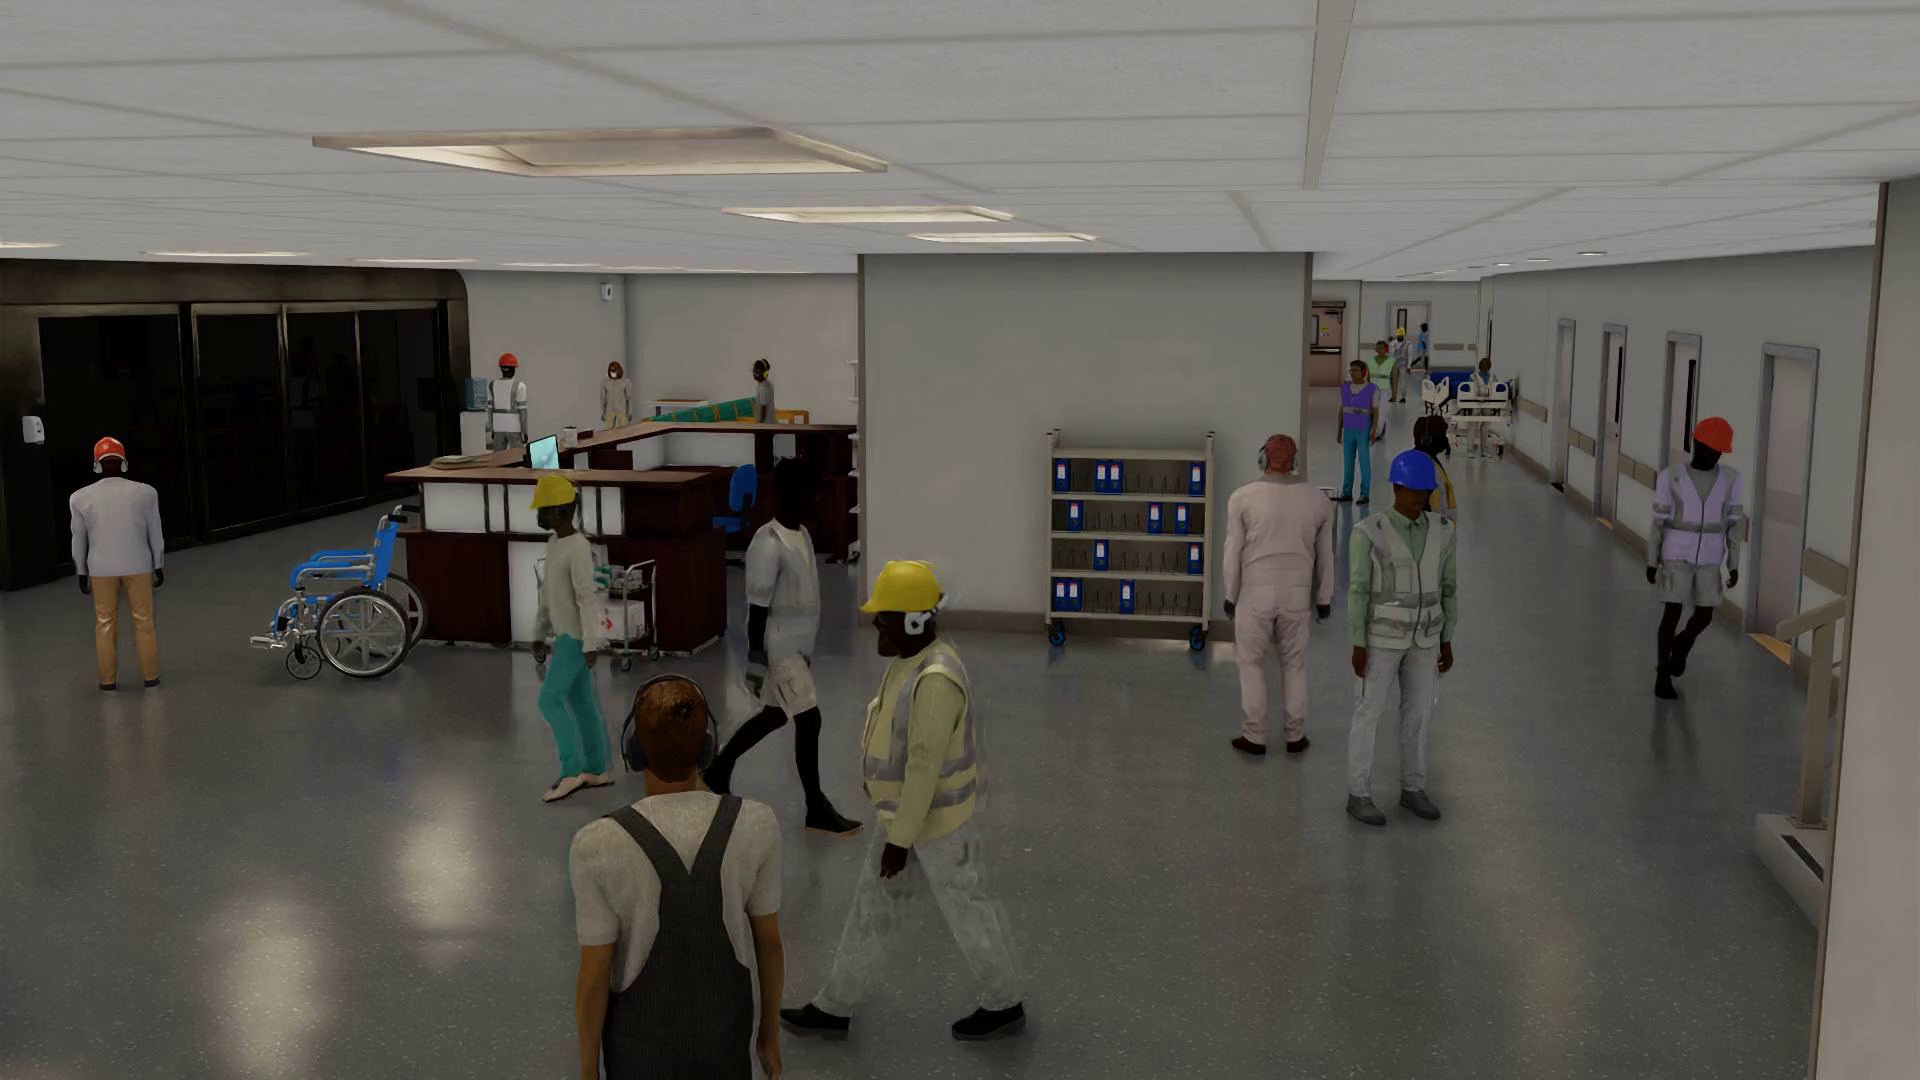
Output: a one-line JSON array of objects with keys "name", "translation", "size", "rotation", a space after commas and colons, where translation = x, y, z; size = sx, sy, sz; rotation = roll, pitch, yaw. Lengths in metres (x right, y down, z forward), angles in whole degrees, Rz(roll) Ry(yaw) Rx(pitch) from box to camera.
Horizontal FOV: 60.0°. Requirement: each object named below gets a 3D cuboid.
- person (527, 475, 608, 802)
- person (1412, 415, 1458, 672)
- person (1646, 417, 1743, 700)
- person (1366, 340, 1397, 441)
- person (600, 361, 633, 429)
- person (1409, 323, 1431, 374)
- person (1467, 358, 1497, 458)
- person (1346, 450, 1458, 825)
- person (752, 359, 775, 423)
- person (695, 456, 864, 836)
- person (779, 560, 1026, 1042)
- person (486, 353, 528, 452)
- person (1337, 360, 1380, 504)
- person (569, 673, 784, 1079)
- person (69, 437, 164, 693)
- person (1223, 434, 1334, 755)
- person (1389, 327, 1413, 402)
[{"name": "person", "translation": [-2.148, 0.529, 8.948], "size": [0.565, 1.749, 0.529], "rotation": [-4, 10, -26]}, {"name": "person", "translation": [3.378, 0.015, 12.048], "size": [0.429, 1.844, 0.624], "rotation": [3, 9, 18]}, {"name": "person", "translation": [4.943, 0.099, 11.260], "size": [0.580, 1.909, 0.653], "rotation": [2, 9, 11]}, {"name": "person", "translation": [7.695, -2.736, 30.364], "size": [0.568, 1.826, 0.729], "rotation": [6, 10, 34]}, {"name": "person", "translation": [-5.349, -1.971, 25.913], "size": [0.502, 1.632, 0.287], "rotation": [0, 9, 2]}, {"name": "person", "translation": [14.854, -6.173, 53.649], "size": [0.800, 1.672, 0.530], "rotation": [4, 9, 22]}, {"name": "person", "translation": [8.505, -2.154, 27.107], "size": [0.512, 1.638, 0.312], "rotation": [-1, 9, -7]}, {"name": "person", "translation": [2.265, 0.499, 8.529], "size": [0.602, 1.938, 0.419], "rotation": [-2, 9, -16]}, {"name": "person", "translation": [-2.583, -1.473, 21.975], "size": [0.336, 1.834, 0.631], "rotation": [-1, 9, -4]}, {"name": "person", "translation": [-0.963, 0.519, 8.462], "size": [0.957, 1.923, 0.620], "rotation": [2, 9, 14]}, {"name": "person", "translation": [-0.176, 0.960, 5.965], "size": [0.927, 1.786, 0.602], "rotation": [-3, 9, -16]}, {"name": "person", "translation": [-5.806, -1.441, 21.435], "size": [0.546, 1.929, 0.393], "rotation": [2, 9, 13]}, {"name": "person", "translation": [5.103, -1.388, 21.339], "size": [0.380, 1.845, 0.570], "rotation": [-8, 12, -43]}, {"name": "person", "translation": [-0.672, 1.224, 3.995], "size": [0.513, 1.845, 0.335], "rotation": [-4, 9, -25]}, {"name": "person", "translation": [-5.731, 0.169, 11.341], "size": [0.564, 1.743, 0.352], "rotation": [-4, 9, -25]}, {"name": "person", "translation": [1.874, 0.324, 9.865], "size": [0.662, 1.902, 0.408], "rotation": [-1, 9, -9]}, {"name": "person", "translation": [10.680, -4.248, 40.405], "size": [0.590, 1.824, 0.403], "rotation": [8, 12, 42]}]
